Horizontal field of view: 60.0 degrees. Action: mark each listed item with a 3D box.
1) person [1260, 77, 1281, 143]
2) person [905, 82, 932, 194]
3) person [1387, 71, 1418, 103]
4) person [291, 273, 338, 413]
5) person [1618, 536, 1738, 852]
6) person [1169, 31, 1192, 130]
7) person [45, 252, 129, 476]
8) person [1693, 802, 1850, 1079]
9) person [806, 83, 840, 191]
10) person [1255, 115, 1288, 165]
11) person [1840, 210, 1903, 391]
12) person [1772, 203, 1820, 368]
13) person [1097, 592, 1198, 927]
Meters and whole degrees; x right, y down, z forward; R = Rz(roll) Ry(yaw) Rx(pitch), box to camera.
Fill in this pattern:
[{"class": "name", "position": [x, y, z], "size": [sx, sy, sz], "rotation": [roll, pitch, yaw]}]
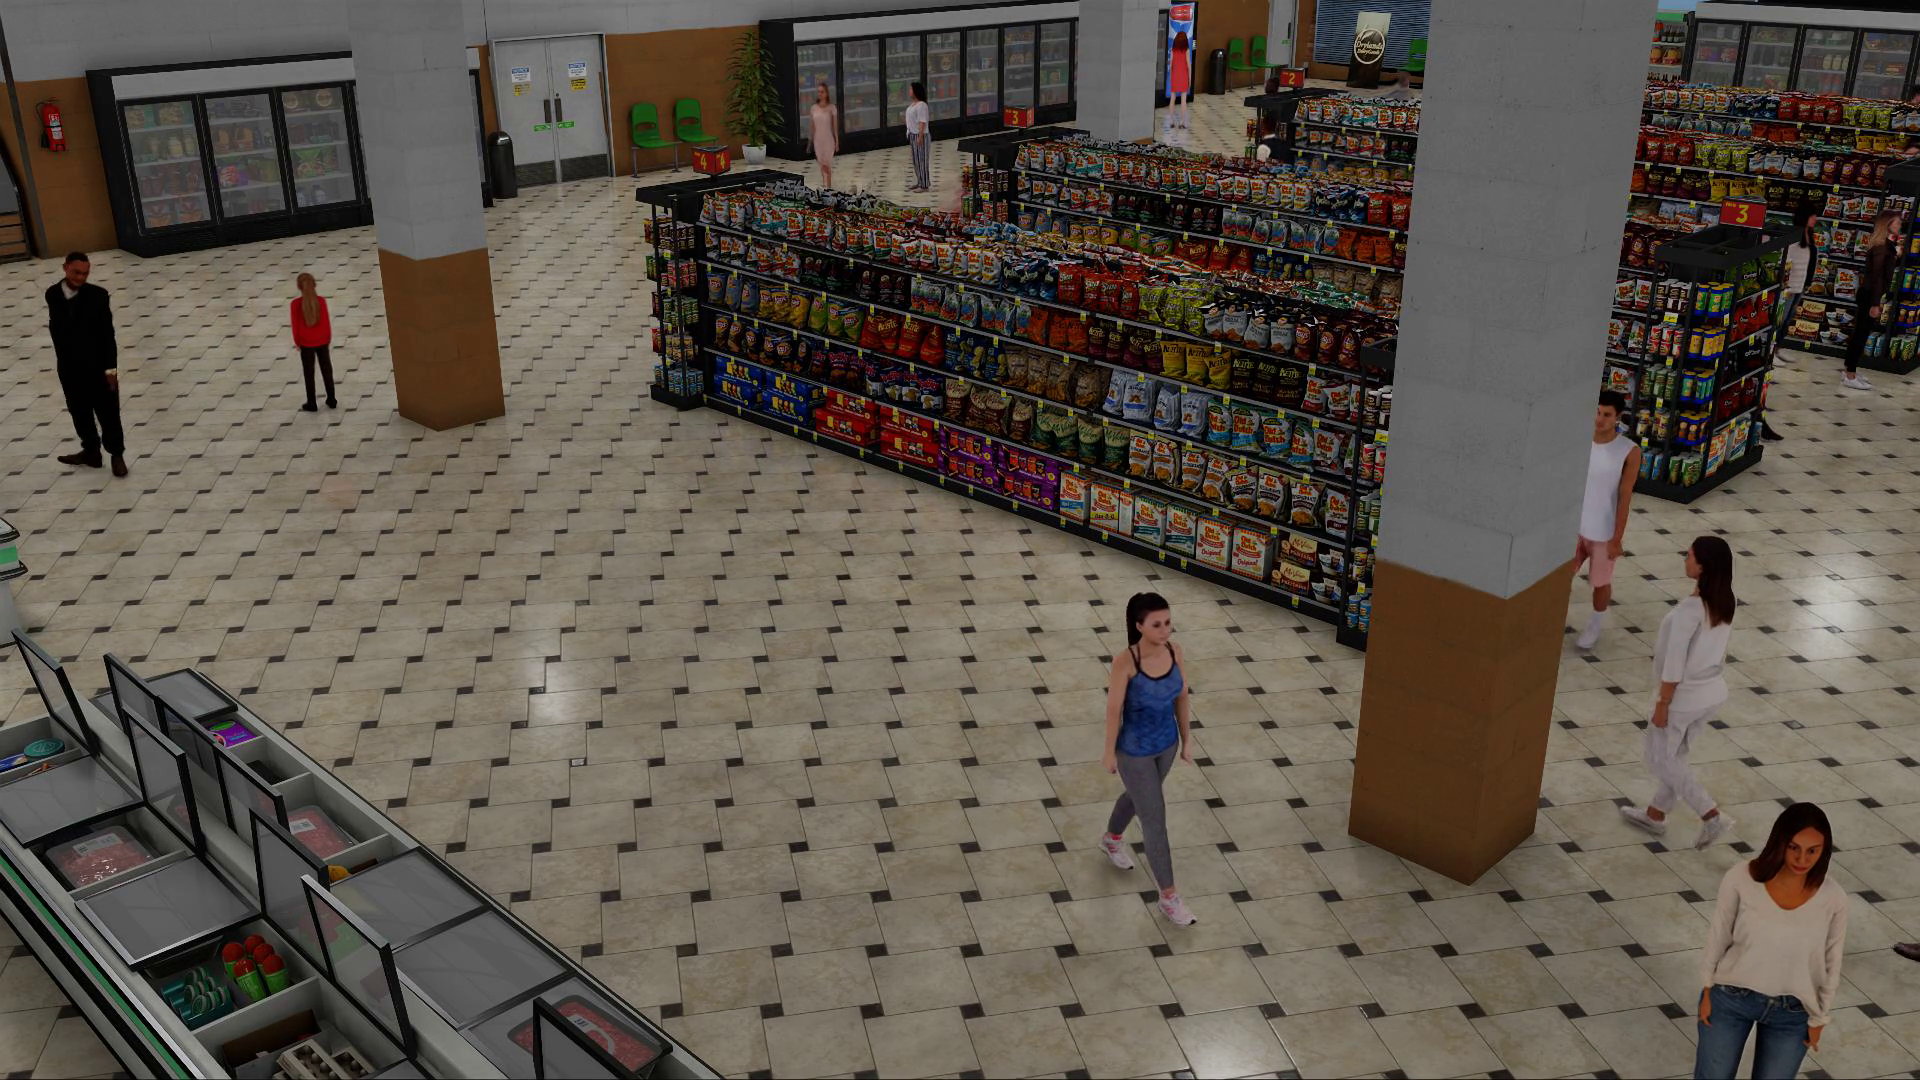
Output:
[{"class": "person", "position": [4.729, -6.079, 25.206], "size": [0.821, 1.819, 0.706], "rotation": [-6, 23, -14]}, {"class": "person", "position": [-0.637, -6.282, 25.900], "size": [0.855, 1.679, 0.754], "rotation": [-5, 22, -12]}, {"class": "person", "position": [6.711, -6.178, 25.421], "size": [0.980, 1.844, 0.856], "rotation": [16, 27, 35]}, {"class": "person", "position": [-5.964, -1.835, 15.367], "size": [0.500, 1.281, 0.503], "rotation": [-18, 28, -37]}, {"class": "person", "position": [3.698, 0.795, 8.294], "size": [0.681, 1.674, 0.905], "rotation": [-15, 26, -33]}, {"class": "person", "position": [4.269, -8.941, 32.318], "size": [0.518, 1.828, 0.692], "rotation": [13, 25, 29]}, {"class": "person", "position": [-7.142, -1.440, 13.585], "size": [0.919, 1.876, 1.041], "rotation": [7, 23, 17]}, {"class": "person", "position": [2.927, 1.681, 6.085], "size": [0.605, 1.677, 0.738], "rotation": [10, 24, 22]}, {"class": "person", "position": [-1.966, -5.835, 24.610], "size": [0.792, 1.811, 0.791], "rotation": [10, 24, 23]}, {"class": "person", "position": [3.873, -4.242, 20.542], "size": [0.763, 1.889, 1.044], "rotation": [-16, 27, -35]}, {"class": "person", "position": [8.757, -2.322, 16.012], "size": [0.627, 1.704, 0.666], "rotation": [10, 24, 22]}, {"class": "person", "position": [8.372, -2.582, 16.749], "size": [0.611, 1.636, 0.524], "rotation": [-20, 30, -41]}, {"class": "person", "position": [0.859, 0.981, 7.970], "size": [0.721, 1.571, 1.081], "rotation": [-13, 25, -29]}]
